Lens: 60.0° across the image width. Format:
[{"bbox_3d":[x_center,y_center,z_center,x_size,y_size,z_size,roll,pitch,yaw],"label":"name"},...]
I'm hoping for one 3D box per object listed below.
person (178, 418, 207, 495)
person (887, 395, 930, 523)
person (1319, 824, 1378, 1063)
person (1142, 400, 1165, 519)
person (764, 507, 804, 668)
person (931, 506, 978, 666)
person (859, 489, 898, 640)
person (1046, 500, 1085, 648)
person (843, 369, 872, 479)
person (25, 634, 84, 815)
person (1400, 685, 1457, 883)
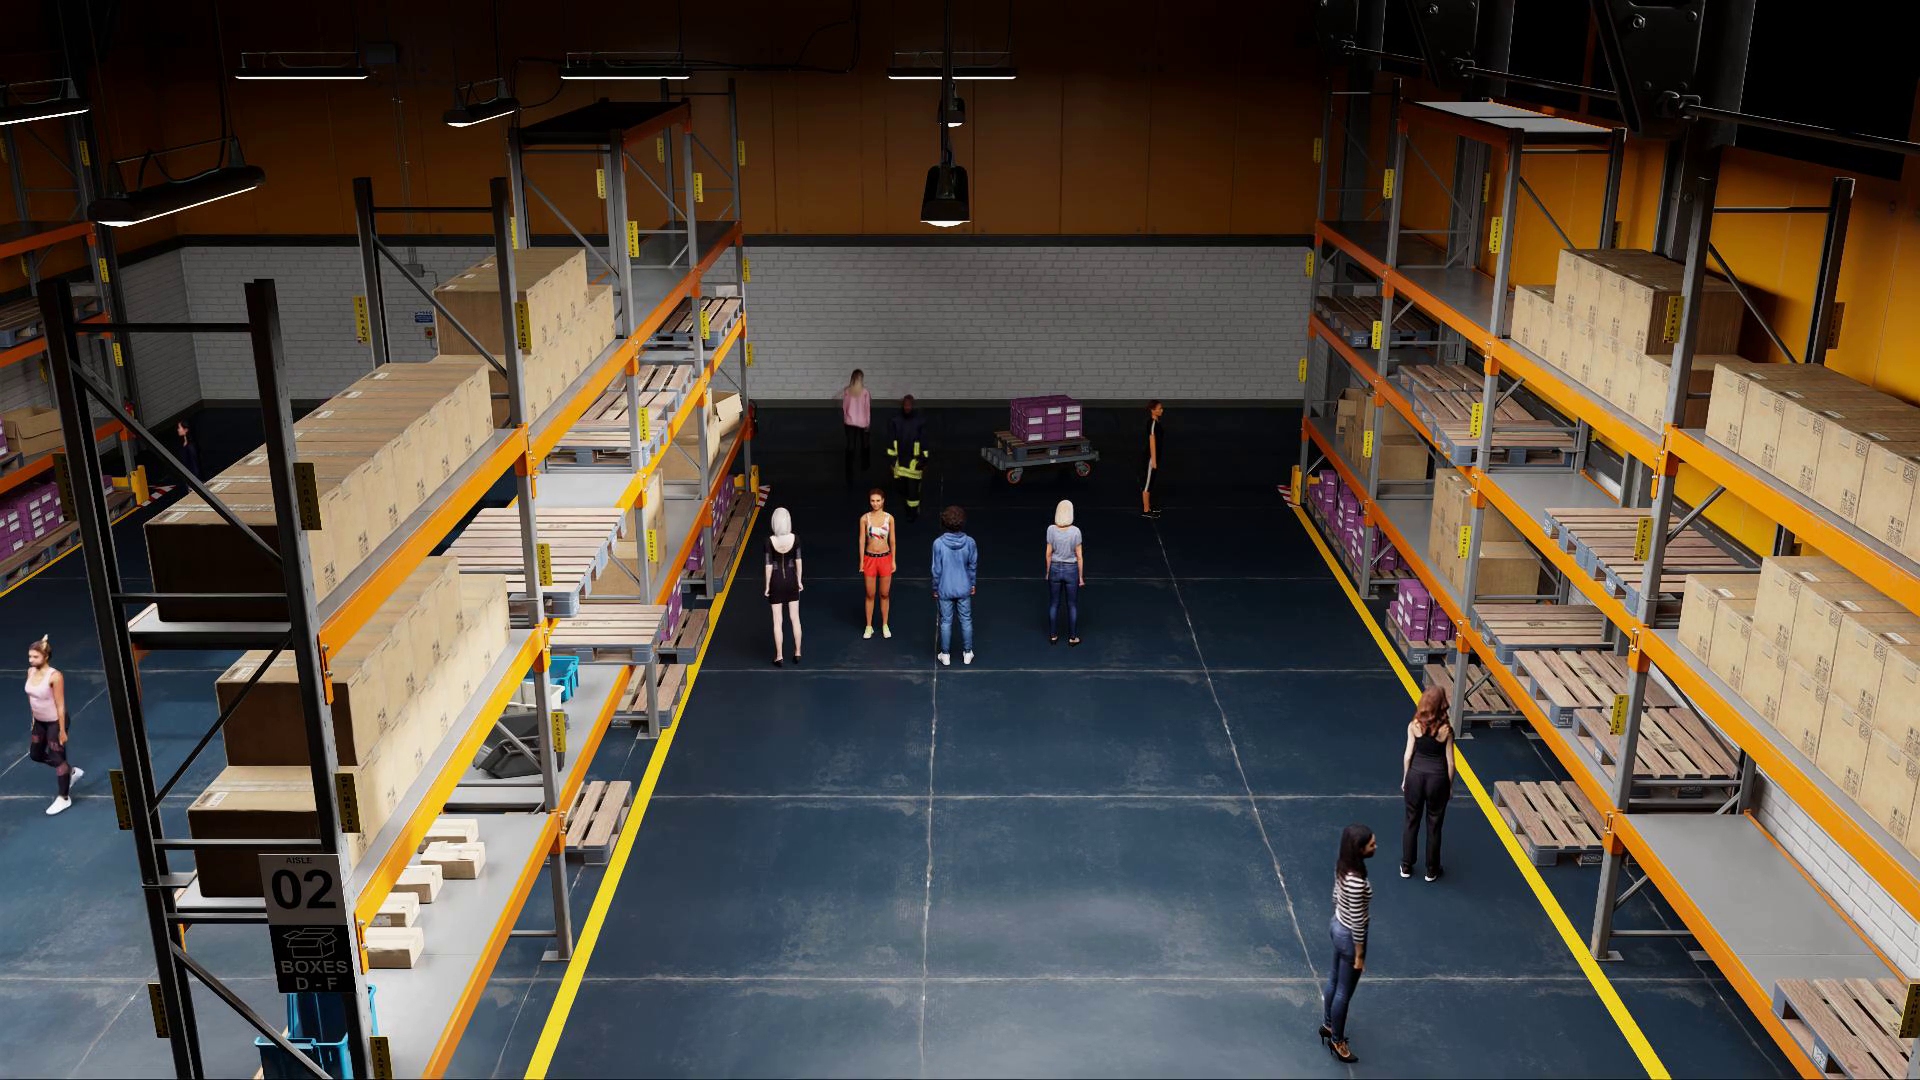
[{"bbox_3d":[-10.294,-0.809,22.403,0.740,1.733,0.624,-11,21,-29],"label":"person"},{"bbox_3d":[-0.708,-1.191,23.418,0.879,1.808,1.008,4,19,11],"label":"person"},{"bbox_3d":[2.710,2.792,11.611,0.657,1.796,0.424,0,19,-1],"label":"person"},{"bbox_3d":[2.721,-1.176,23.593,0.687,1.668,0.531,4,19,13],"label":"person"},{"bbox_3d":[-1.947,0.510,18.335,0.659,1.830,0.632,-8,20,-22],"label":"person"},{"bbox_3d":[-0.065,0.499,18.399,0.689,1.810,0.579,-2,19,-6],"label":"person"},{"bbox_3d":[-0.945,0.260,19.141,0.601,1.789,0.552,-2,19,-5],"label":"person"},{"bbox_3d":[1.181,0.370,18.918,0.652,1.722,0.612,6,20,17],"label":"person"},{"bbox_3d":[-1.600,-1.740,25.292,0.733,1.653,1.106,4,19,10],"label":"person"},{"bbox_3d":[-8.297,1.647,15.250,0.772,1.642,0.878,8,20,23],"label":"person"},{"bbox_3d":[3.916,2.030,13.950,0.648,1.748,0.647,8,20,22],"label":"person"}]
